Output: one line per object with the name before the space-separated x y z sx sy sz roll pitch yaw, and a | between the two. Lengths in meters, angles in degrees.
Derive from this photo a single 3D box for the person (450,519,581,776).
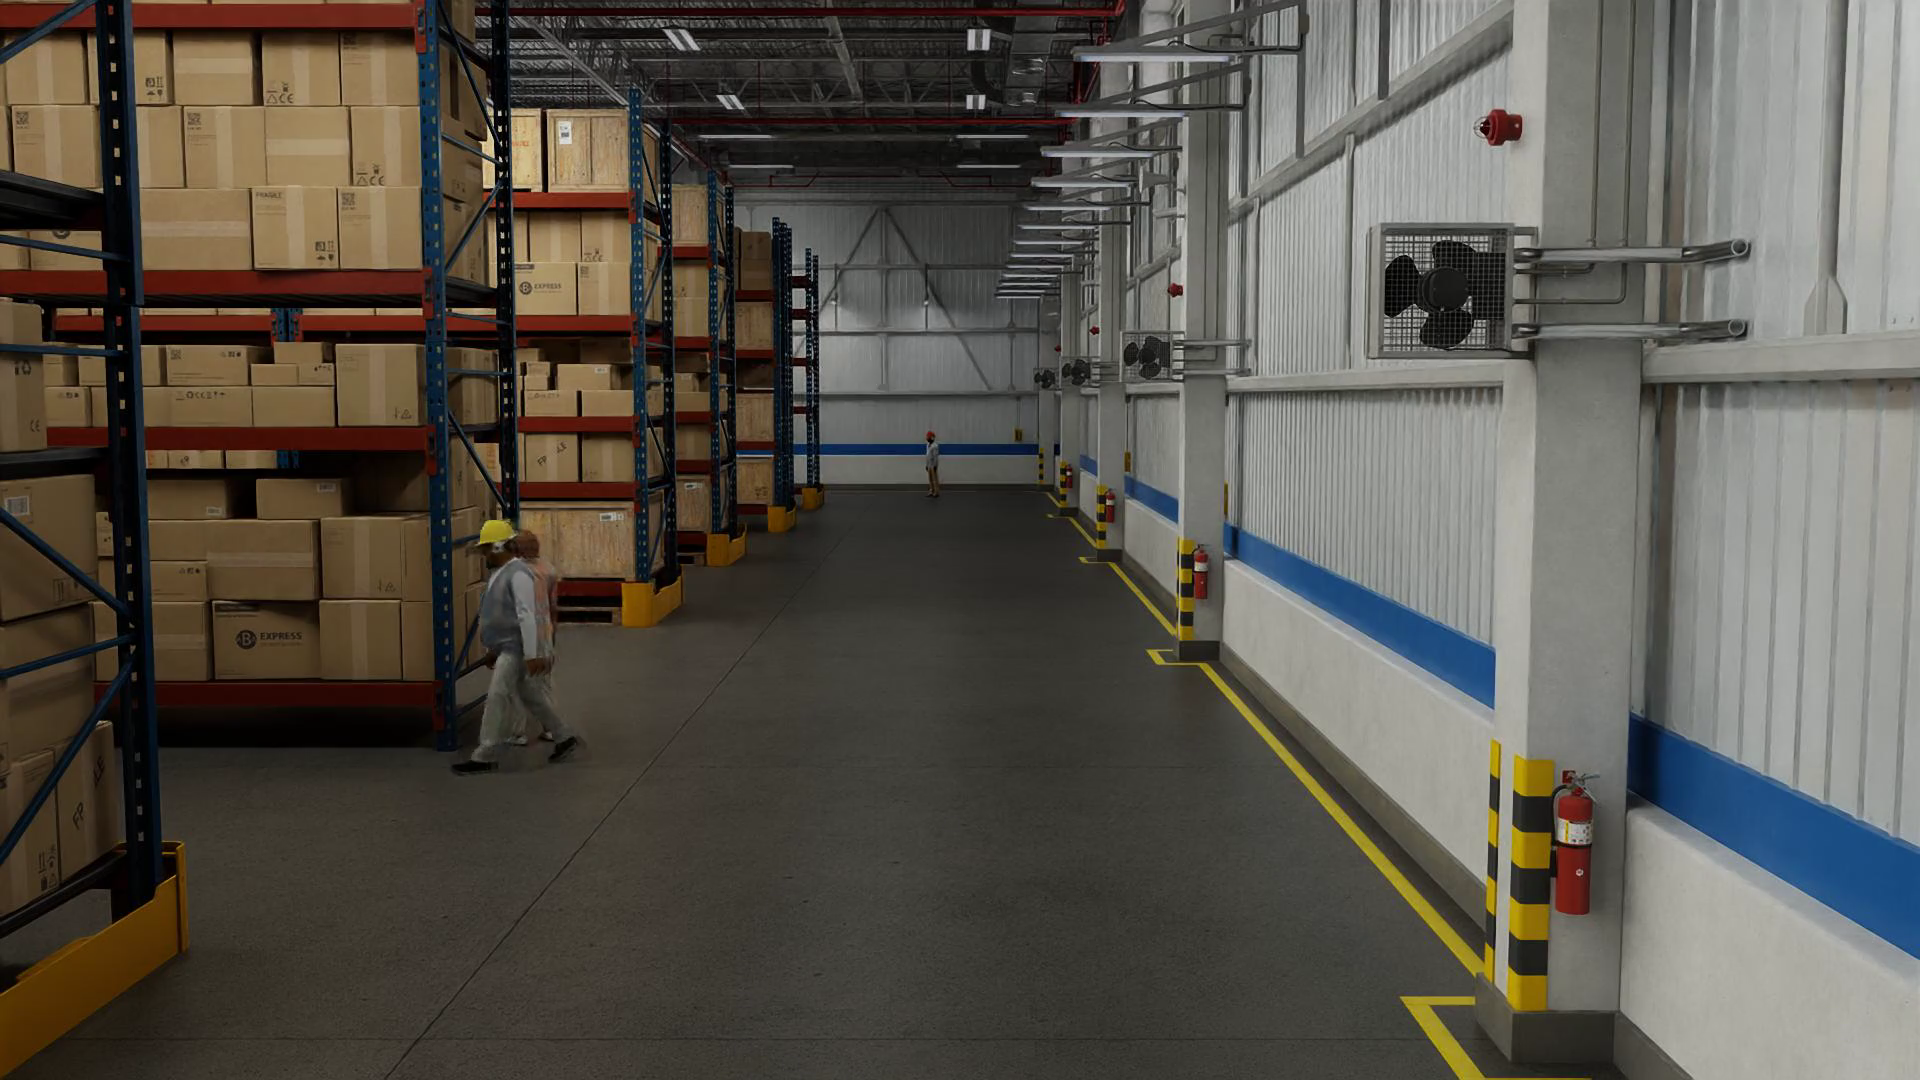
person | -3.121 0.736 11.740 0.927 1.781 0.603 -3 6 -31

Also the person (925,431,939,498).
person | -0.754 -1.971 43.437 0.355 1.744 0.565 -3 6 -27

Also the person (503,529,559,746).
person | -3.249 0.735 12.548 0.313 1.631 0.524 4 7 42
